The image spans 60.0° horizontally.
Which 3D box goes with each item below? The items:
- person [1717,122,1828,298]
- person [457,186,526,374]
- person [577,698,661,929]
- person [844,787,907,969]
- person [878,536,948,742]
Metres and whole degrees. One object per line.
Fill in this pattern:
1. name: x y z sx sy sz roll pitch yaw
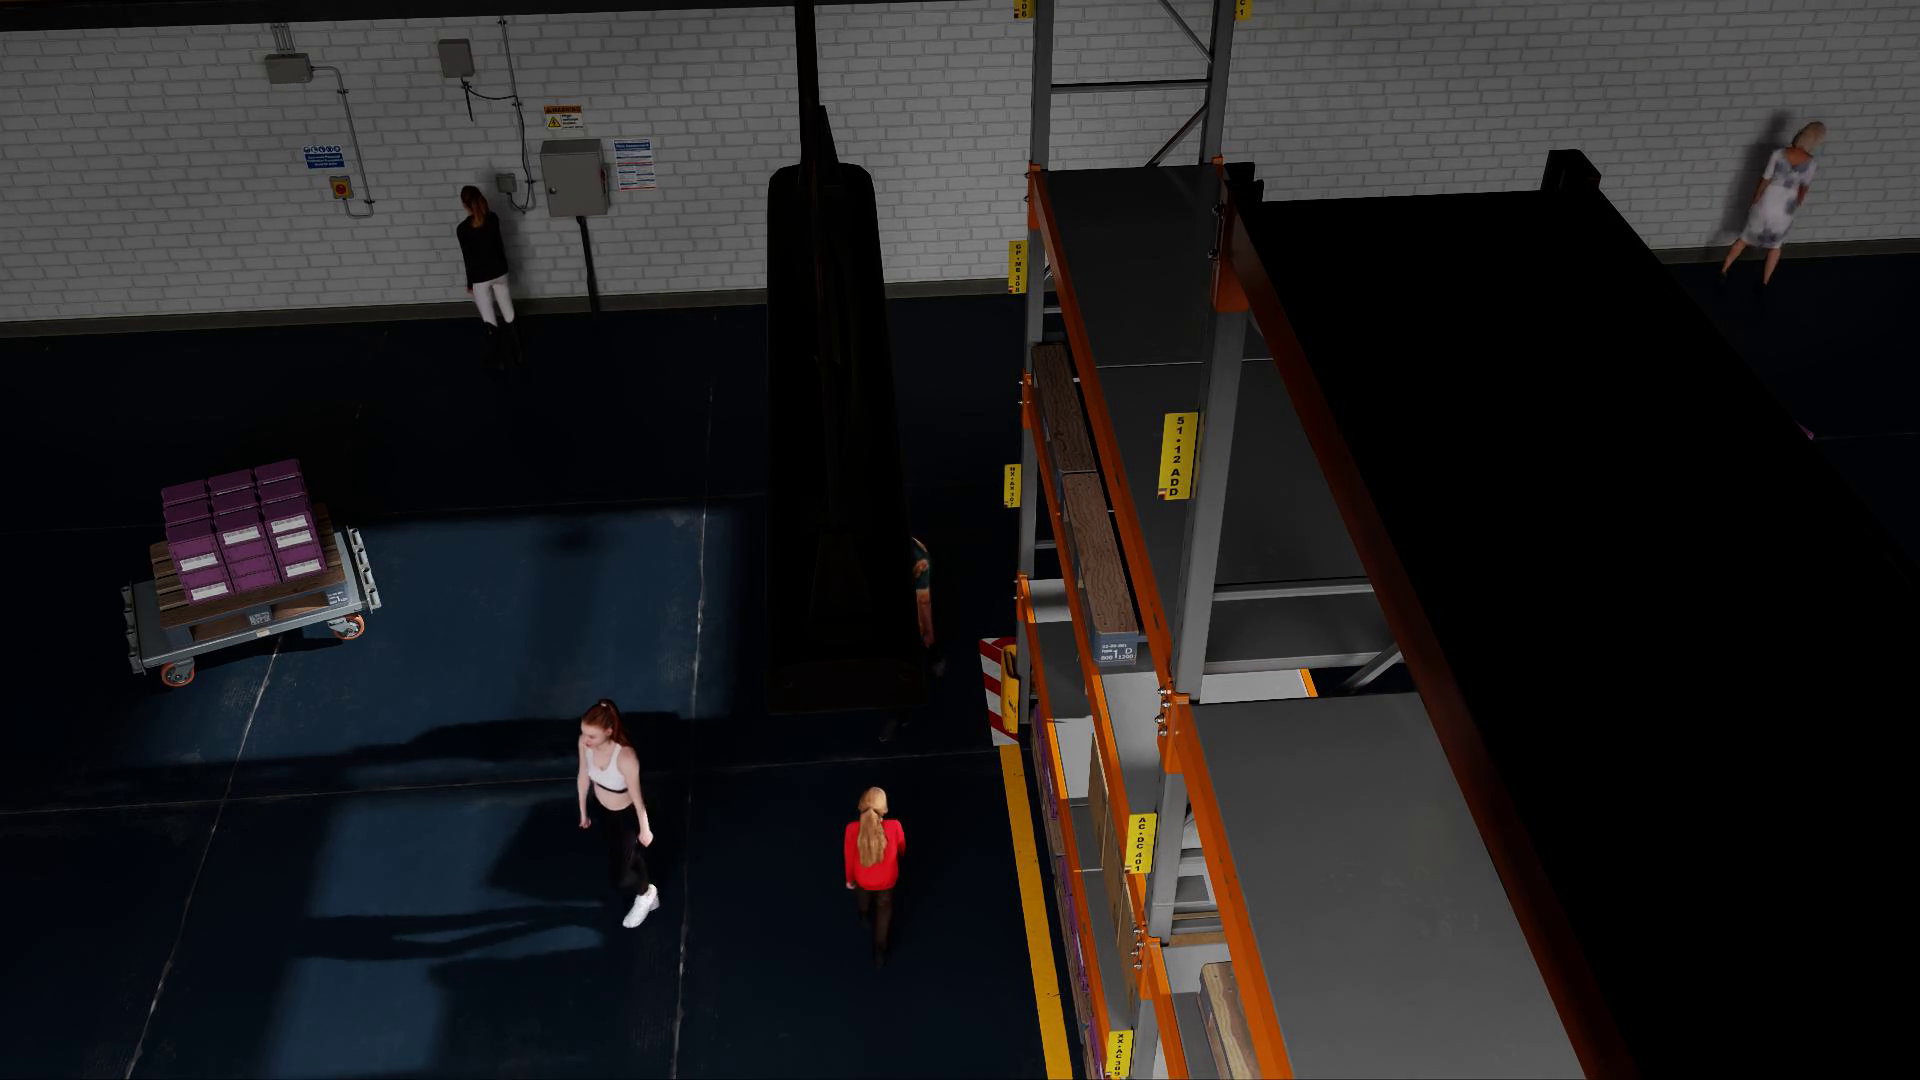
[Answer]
1. person: 7.505 -3.004 15.231 0.777 1.723 0.792 11 40 13
2. person: -4.047 -2.239 14.269 0.710 1.728 0.657 30 47 32
3. person: -1.885 1.533 9.540 0.712 1.736 0.768 26 45 29
4. person: -0.481 1.937 9.412 0.546 1.264 0.745 2 39 2
5. person: -0.347 0.460 10.845 1.021 1.784 1.167 16 41 19
